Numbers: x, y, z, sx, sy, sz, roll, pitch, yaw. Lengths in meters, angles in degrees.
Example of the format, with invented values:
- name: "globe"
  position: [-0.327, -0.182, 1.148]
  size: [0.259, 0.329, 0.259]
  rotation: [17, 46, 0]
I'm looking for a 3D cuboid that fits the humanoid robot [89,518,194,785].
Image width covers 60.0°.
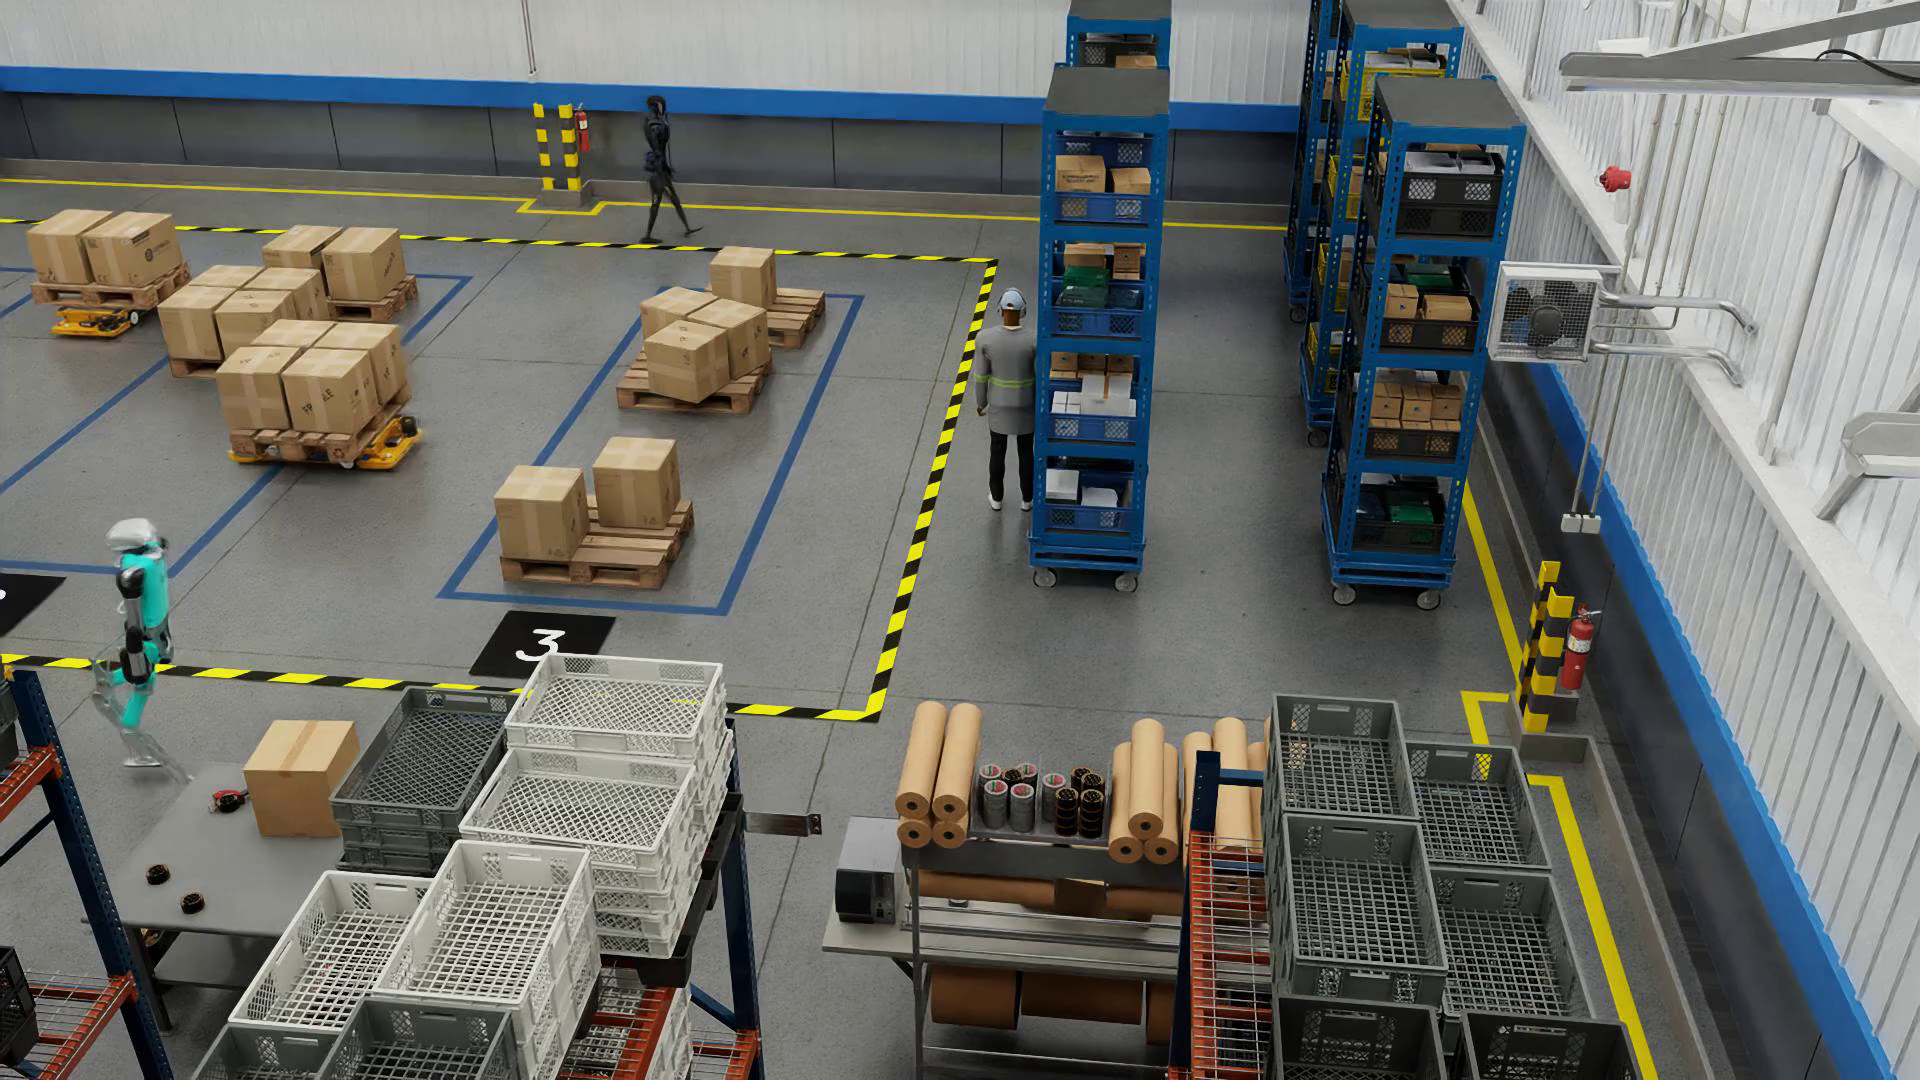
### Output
- name: "humanoid robot"
  position: [-5.050, 0.712, 10.008]
  size: [0.767, 1.797, 0.541]
  rotation: [-3, 30, -5]

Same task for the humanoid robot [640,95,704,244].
- name: "humanoid robot"
  position: [-3.231, -4.065, 18.277]
  size: [0.718, 1.630, 0.612]
  rotation: [-2, 30, -3]

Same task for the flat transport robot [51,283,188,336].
- name: "flat transport robot"
  position: [-8.490, -2.430, 16.819]
  size: [0.652, 0.197, 1.431]
  rotation: [3, 30, 6]

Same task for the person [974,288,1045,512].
- name: "person"
  position: [0.409, -1.087, 12.972]
  size: [0.587, 1.848, 0.397]
  rotation: [3, 30, 6]

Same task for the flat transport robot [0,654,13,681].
- name: "flat transport robot"
  position: [-7.142, 0.969, 11.010]
  size: [1.431, 0.231, 0.659]
  rotation: [3, 30, 6]

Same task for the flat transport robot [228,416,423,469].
- name: "flat transport robot"
  position: [-5.393, -0.868, 14.137]
  size: [1.431, 0.197, 0.652]
  rotation: [3, 30, 6]
